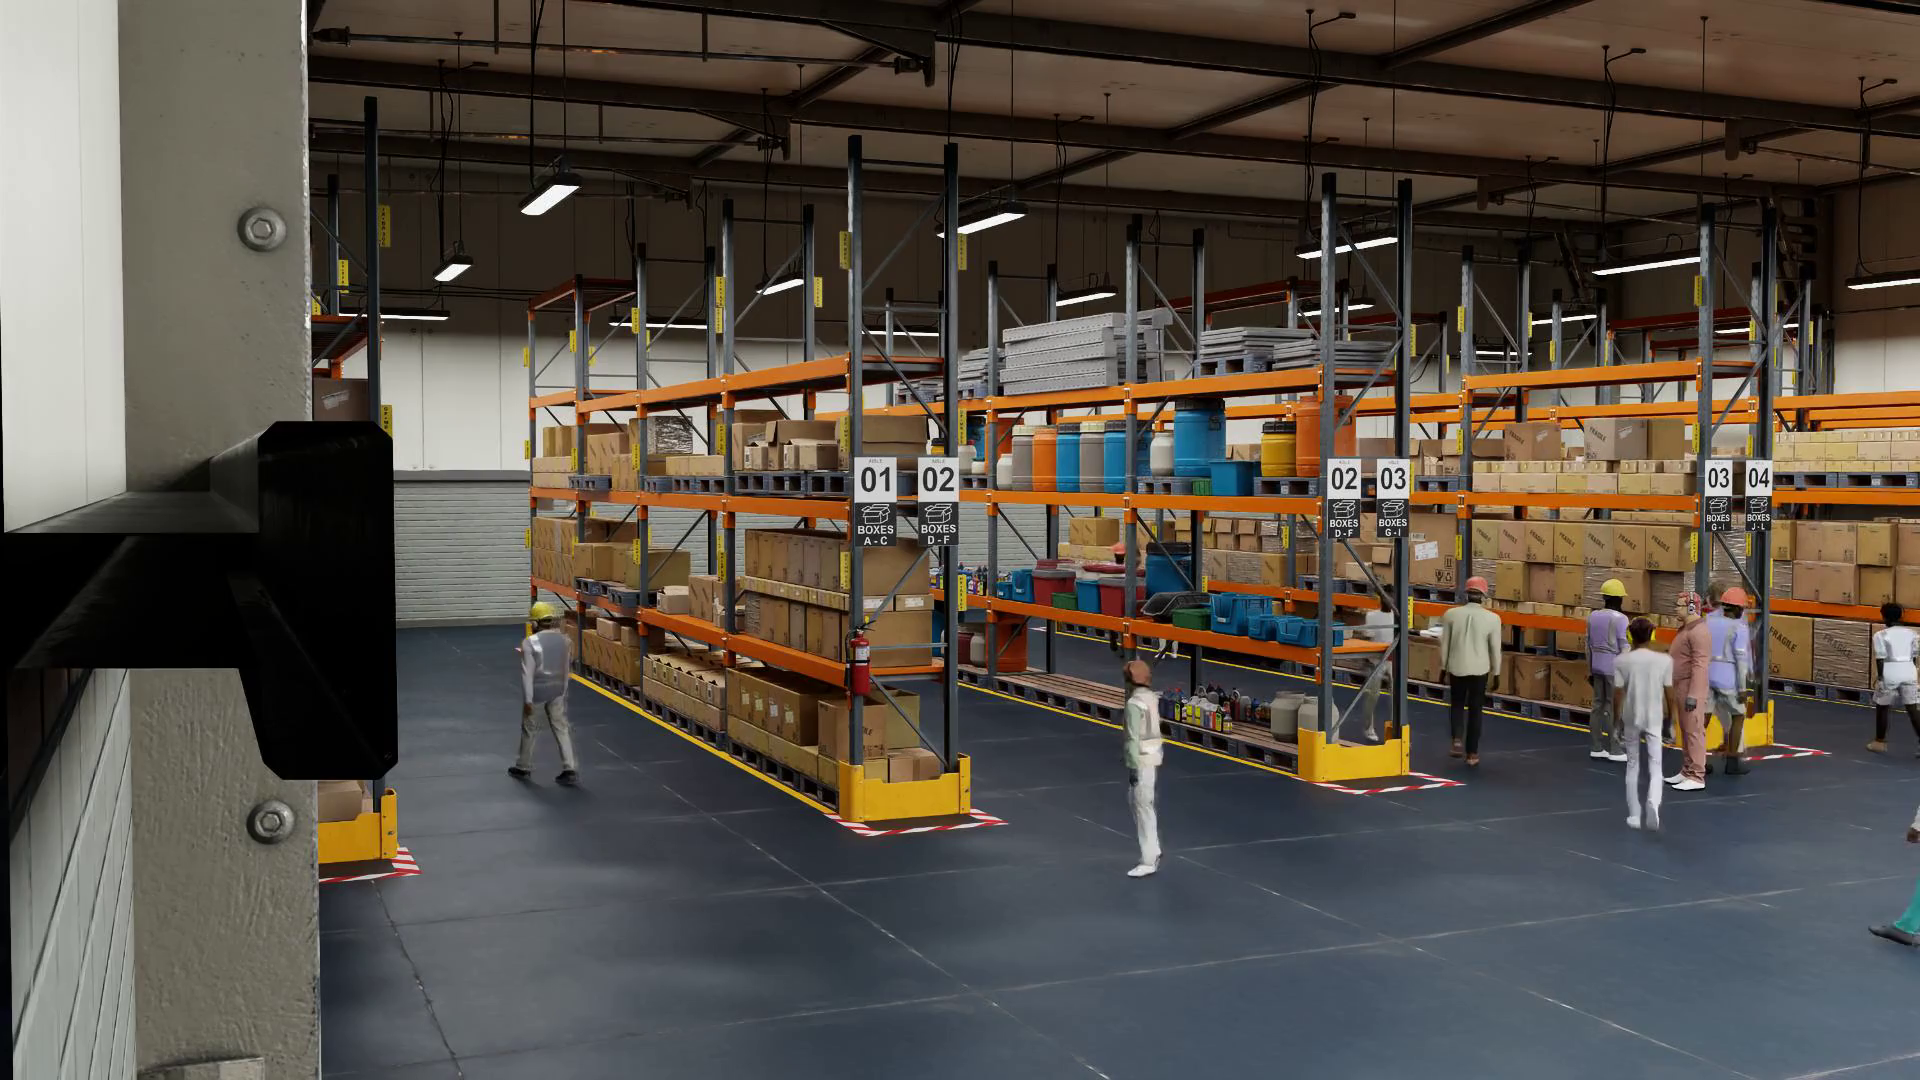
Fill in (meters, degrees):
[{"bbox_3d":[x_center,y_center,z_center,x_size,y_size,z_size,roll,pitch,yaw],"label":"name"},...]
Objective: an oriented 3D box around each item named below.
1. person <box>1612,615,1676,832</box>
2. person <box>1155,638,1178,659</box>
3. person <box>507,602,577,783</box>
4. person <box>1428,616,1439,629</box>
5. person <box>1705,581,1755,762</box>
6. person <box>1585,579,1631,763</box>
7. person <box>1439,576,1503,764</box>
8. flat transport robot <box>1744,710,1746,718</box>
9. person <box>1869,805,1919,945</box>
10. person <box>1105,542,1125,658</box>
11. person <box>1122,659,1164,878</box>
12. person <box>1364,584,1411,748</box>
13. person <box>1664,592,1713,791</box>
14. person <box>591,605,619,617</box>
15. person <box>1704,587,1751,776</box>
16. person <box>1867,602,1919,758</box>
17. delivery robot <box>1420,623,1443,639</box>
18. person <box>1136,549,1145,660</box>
[{"bbox_3d":[5.827,1.564,15.254,0.526,1.850,0.738,1,2,20],"label":"person"},{"bbox_3d":[3.366,1.129,29.319,0.507,1.632,0.287,-1,2,-19],"label":"person"},{"bbox_3d":[-4.101,1.503,17.711,0.946,1.783,0.613,2,3,40],"label":"person"},{"bbox_3d":[8.204,0.993,30.483,0.571,1.828,1.008,-1,2,-22],"label":"person"},{"bbox_3d":[8.099,1.392,19.070,0.640,1.910,0.592,-2,3,-42],"label":"person"},{"bbox_3d":[6.900,1.379,19.018,0.379,1.928,0.585,-1,2,-23],"label":"person"},{"bbox_3d":[5.388,1.361,18.874,0.653,1.971,0.454,1,2,24],"label":"person"},{"bbox_3d":[9.076,2.105,21.938,0.652,0.197,1.431,-1,2,-24],"label":"flat transport robot"},{"bbox_3d":[6.292,1.785,11.326,0.954,1.709,0.524,2,3,42],"label":"person"},{"bbox_3d":[2.640,0.977,29.713,0.551,1.915,0.730,0,2,-1],"label":"person"},{"bbox_3d":[1.401,1.728,13.753,0.352,1.623,0.608,1,2,20],"label":"person"},{"bbox_3d":[4.758,1.395,20.124,0.544,1.821,0.996,0,2,-12],"label":"person"},{"bbox_3d":[7.044,1.454,17.342,0.409,1.909,0.641,0,2,12],"label":"person"},{"bbox_3d":[-6.485,0.870,32.703,0.594,1.906,0.735,2,3,41],"label":"person"},{"bbox_3d":[7.702,1.433,18.061,0.560,1.904,0.542,-1,2,-27],"label":"person"},{"bbox_3d":[10.124,1.503,19.282,0.543,1.656,0.805,0,2,-4],"label":"person"},{"bbox_3d":[7.936,1.621,29.702,0.477,0.478,0.707,-1,2,-19],"label":"delivery robot"},{"bbox_3d":[2.746,1.061,28.343,0.509,1.850,0.465,-1,2,-18],"label":"person"}]
